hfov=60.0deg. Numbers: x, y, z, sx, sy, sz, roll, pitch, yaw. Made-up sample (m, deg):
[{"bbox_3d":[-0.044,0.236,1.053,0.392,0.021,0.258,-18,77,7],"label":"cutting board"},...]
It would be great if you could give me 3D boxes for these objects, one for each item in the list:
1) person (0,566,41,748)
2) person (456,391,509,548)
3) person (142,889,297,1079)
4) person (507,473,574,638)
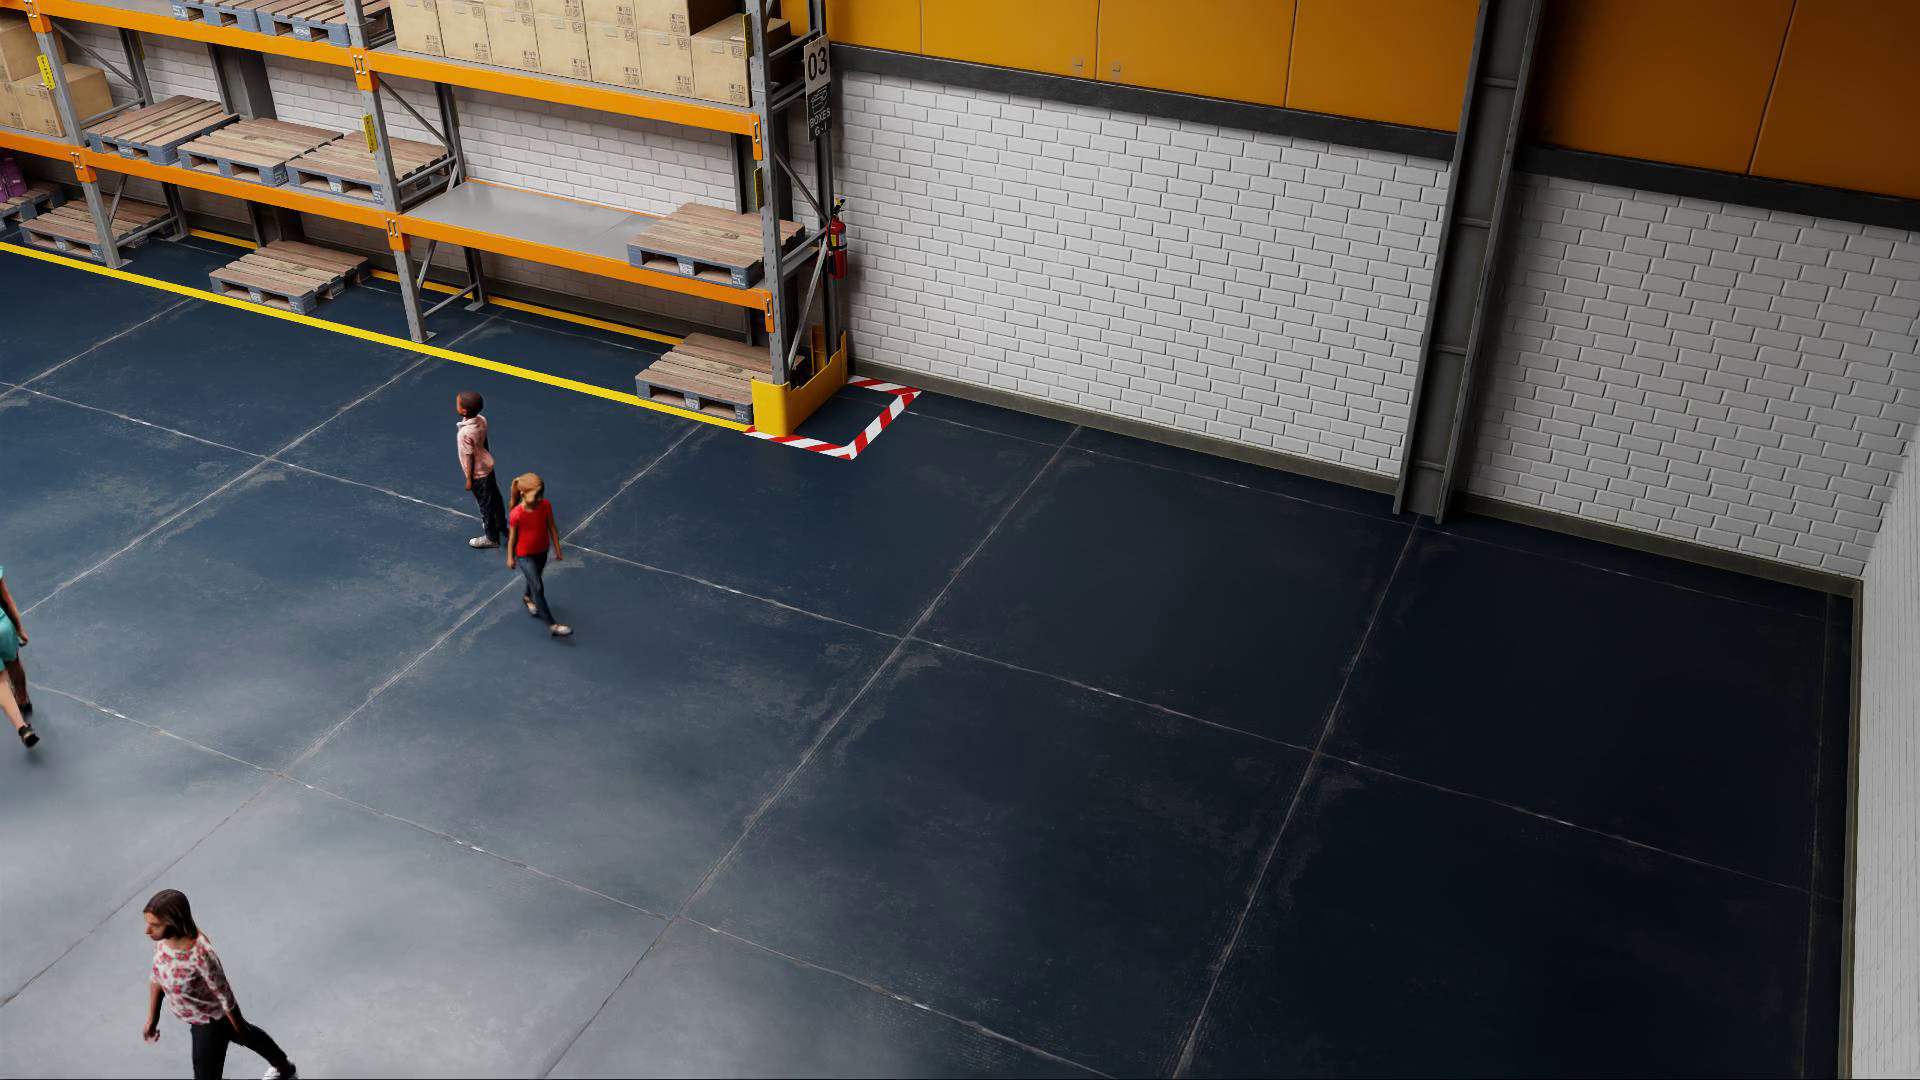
[{"bbox_3d":[-6.197,0.640,10.653,0.851,1.535,1.092,-23,40,-31],"label":"person"},{"bbox_3d":[-3.649,-0.547,12.646,0.537,1.307,0.552,6,34,9],"label":"person"},{"bbox_3d":[-3.612,2.268,8.162,1.069,1.583,0.787,22,40,30],"label":"person"},{"bbox_3d":[-3.068,0.050,11.769,0.702,1.284,0.962,-25,41,-32],"label":"person"}]
